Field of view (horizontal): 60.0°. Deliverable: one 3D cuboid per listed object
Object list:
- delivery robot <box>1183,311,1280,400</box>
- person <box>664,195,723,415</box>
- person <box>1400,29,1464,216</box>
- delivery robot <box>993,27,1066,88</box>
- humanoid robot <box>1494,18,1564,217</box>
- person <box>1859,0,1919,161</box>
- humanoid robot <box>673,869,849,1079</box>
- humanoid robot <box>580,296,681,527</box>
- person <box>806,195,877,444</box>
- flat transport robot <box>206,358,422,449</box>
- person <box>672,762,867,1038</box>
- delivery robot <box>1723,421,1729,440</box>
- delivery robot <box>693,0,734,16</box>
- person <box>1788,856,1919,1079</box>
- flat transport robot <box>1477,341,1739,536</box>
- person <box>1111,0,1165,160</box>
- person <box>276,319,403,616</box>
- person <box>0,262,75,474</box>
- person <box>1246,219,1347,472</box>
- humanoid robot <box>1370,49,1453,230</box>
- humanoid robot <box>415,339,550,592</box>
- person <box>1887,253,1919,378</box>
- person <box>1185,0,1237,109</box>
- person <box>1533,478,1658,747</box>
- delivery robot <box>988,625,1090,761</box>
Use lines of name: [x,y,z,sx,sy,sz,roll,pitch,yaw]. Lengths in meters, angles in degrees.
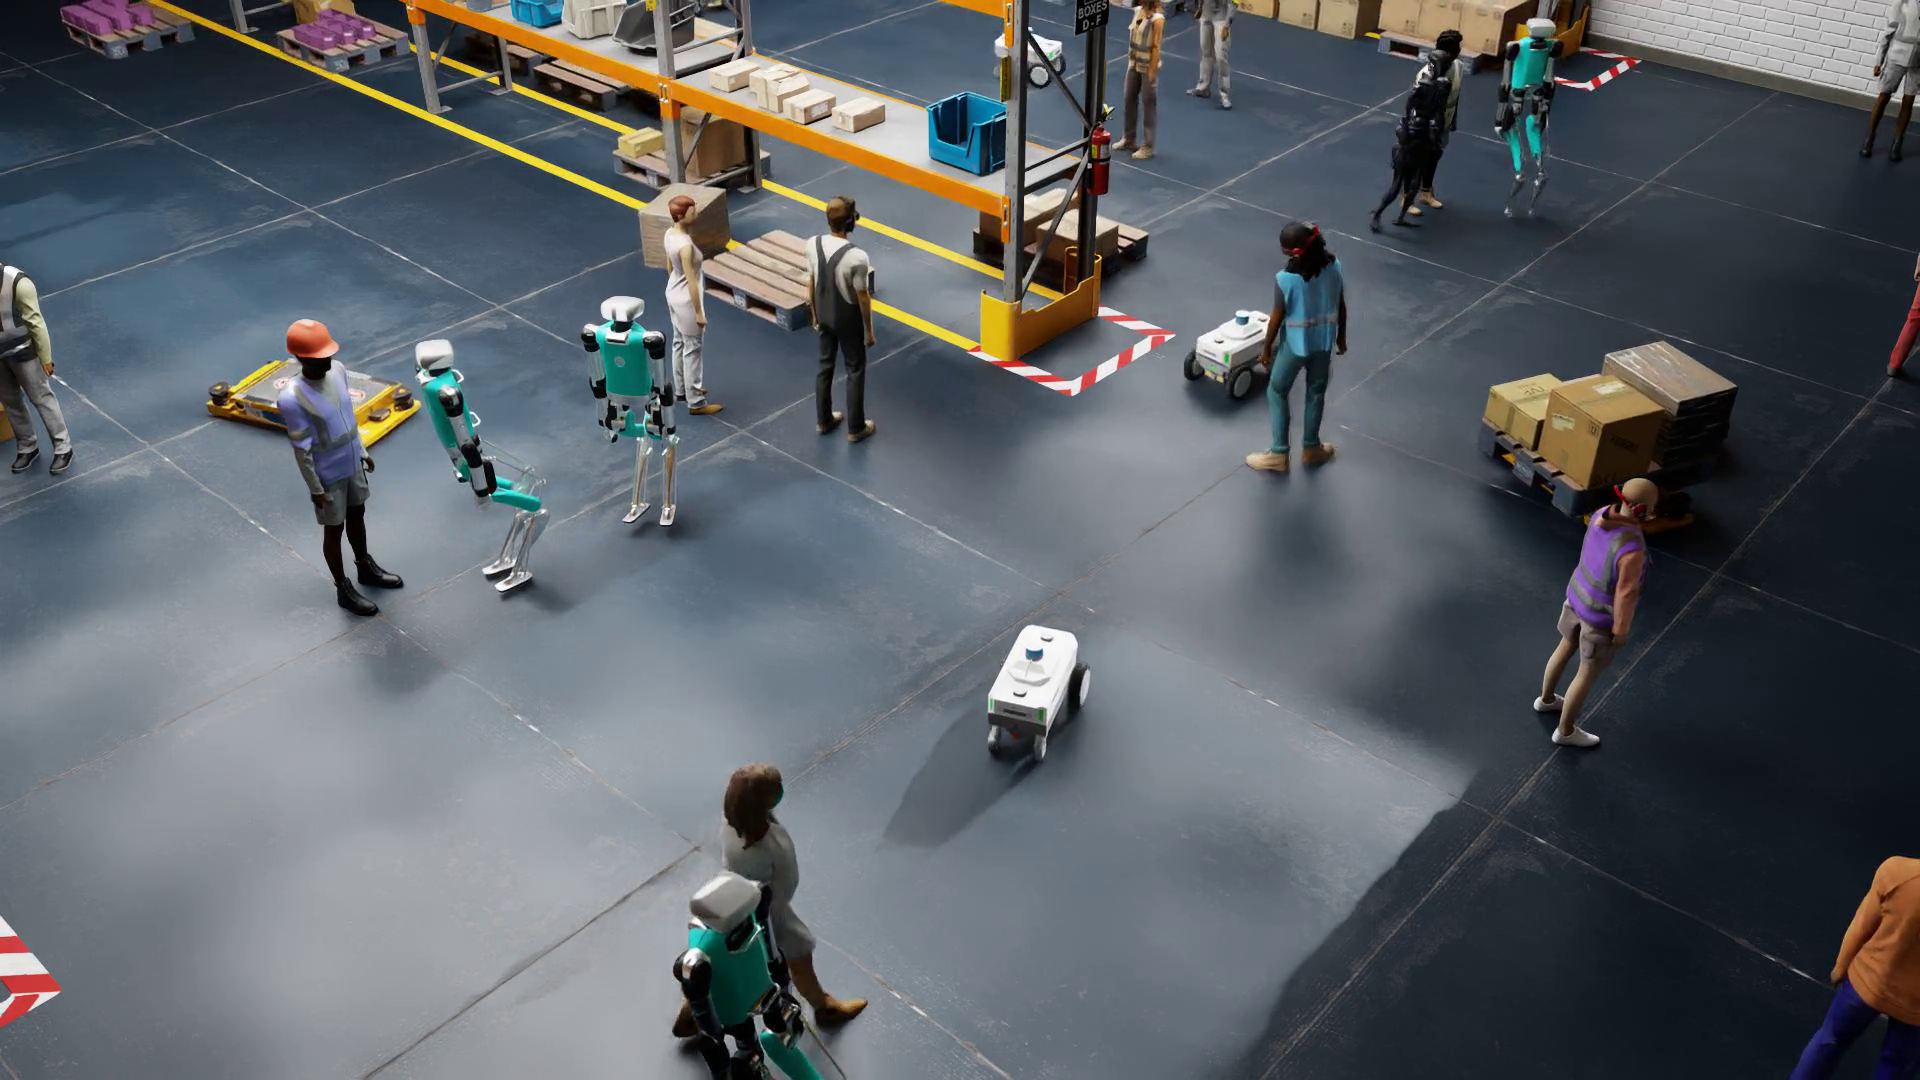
delivery robot: [2.111,-1.444,12.665,0.815,0.612,0.499,-27,43,-34]
person: [-1.973,-1.704,12.053,0.274,1.656,0.453,-17,38,-23]
person: [4.282,-3.776,15.025,0.532,1.693,0.320,-20,39,-27]
delivery robot: [0.761,-5.316,18.259,0.789,0.593,0.499,14,37,20]
humanoid robot: [5.111,-3.683,14.897,0.534,1.842,0.659,-7,35,-10]
person: [9.152,-4.632,16.068,0.547,1.925,0.387,13,37,18]
humanoid robot: [-0.657,2.044,6.502,0.757,1.723,0.530,15,38,21]
humanoid robot: [-2.014,-0.888,10.687,0.533,1.677,0.735,7,35,9]
person: [-0.829,-1.530,11.651,0.516,1.834,0.347,20,39,26]
flat transport robot: [-4.784,-1.028,12.300,1.431,0.231,0.659,13,37,18]
person: [-0.910,1.599,7.303,0.891,1.615,0.503,-11,36,-15]
delivery robot: [5.175,-1.041,12.045,0.499,0.570,0.750,-8,35,-12]
delivery robot: [-3.125,-6.765,20.360,0.499,0.595,0.781,-21,40,-27]
person: [3.806,1.804,6.708,0.516,1.972,0.404,25,42,32]
flat transport robot: [4.312,-0.473,11.495,0.659,0.231,1.431,-14,37,-19]
person: [1.756,-4.577,16.129,0.363,1.765,0.478,-17,38,-22]
person: [-3.734,-0.450,9.994,0.359,1.939,0.542,10,36,15]
person: [-6.469,-1.285,11.310,0.596,1.821,0.403,3,35,4]
person: [2.394,-1.312,11.332,0.674,1.848,0.374,-8,35,-12]
humanoid robot: [3.998,-3.535,14.699,0.594,1.646,0.441,-23,41,-30]
humanoid robot: [-2.837,-0.488,10.160,0.729,1.714,0.530,-20,40,-27]
person: [7.387,-1.982,12.374,0.519,1.758,0.346,26,43,33]
person: [2.670,-5.488,17.356,0.373,1.876,0.683,-21,40,-28]
person: [3.461,0.382,9.011,0.354,1.685,0.486,-3,35,-4]
delivery robot: [0.419,0.814,9.383,0.499,0.599,0.784,11,36,16]
